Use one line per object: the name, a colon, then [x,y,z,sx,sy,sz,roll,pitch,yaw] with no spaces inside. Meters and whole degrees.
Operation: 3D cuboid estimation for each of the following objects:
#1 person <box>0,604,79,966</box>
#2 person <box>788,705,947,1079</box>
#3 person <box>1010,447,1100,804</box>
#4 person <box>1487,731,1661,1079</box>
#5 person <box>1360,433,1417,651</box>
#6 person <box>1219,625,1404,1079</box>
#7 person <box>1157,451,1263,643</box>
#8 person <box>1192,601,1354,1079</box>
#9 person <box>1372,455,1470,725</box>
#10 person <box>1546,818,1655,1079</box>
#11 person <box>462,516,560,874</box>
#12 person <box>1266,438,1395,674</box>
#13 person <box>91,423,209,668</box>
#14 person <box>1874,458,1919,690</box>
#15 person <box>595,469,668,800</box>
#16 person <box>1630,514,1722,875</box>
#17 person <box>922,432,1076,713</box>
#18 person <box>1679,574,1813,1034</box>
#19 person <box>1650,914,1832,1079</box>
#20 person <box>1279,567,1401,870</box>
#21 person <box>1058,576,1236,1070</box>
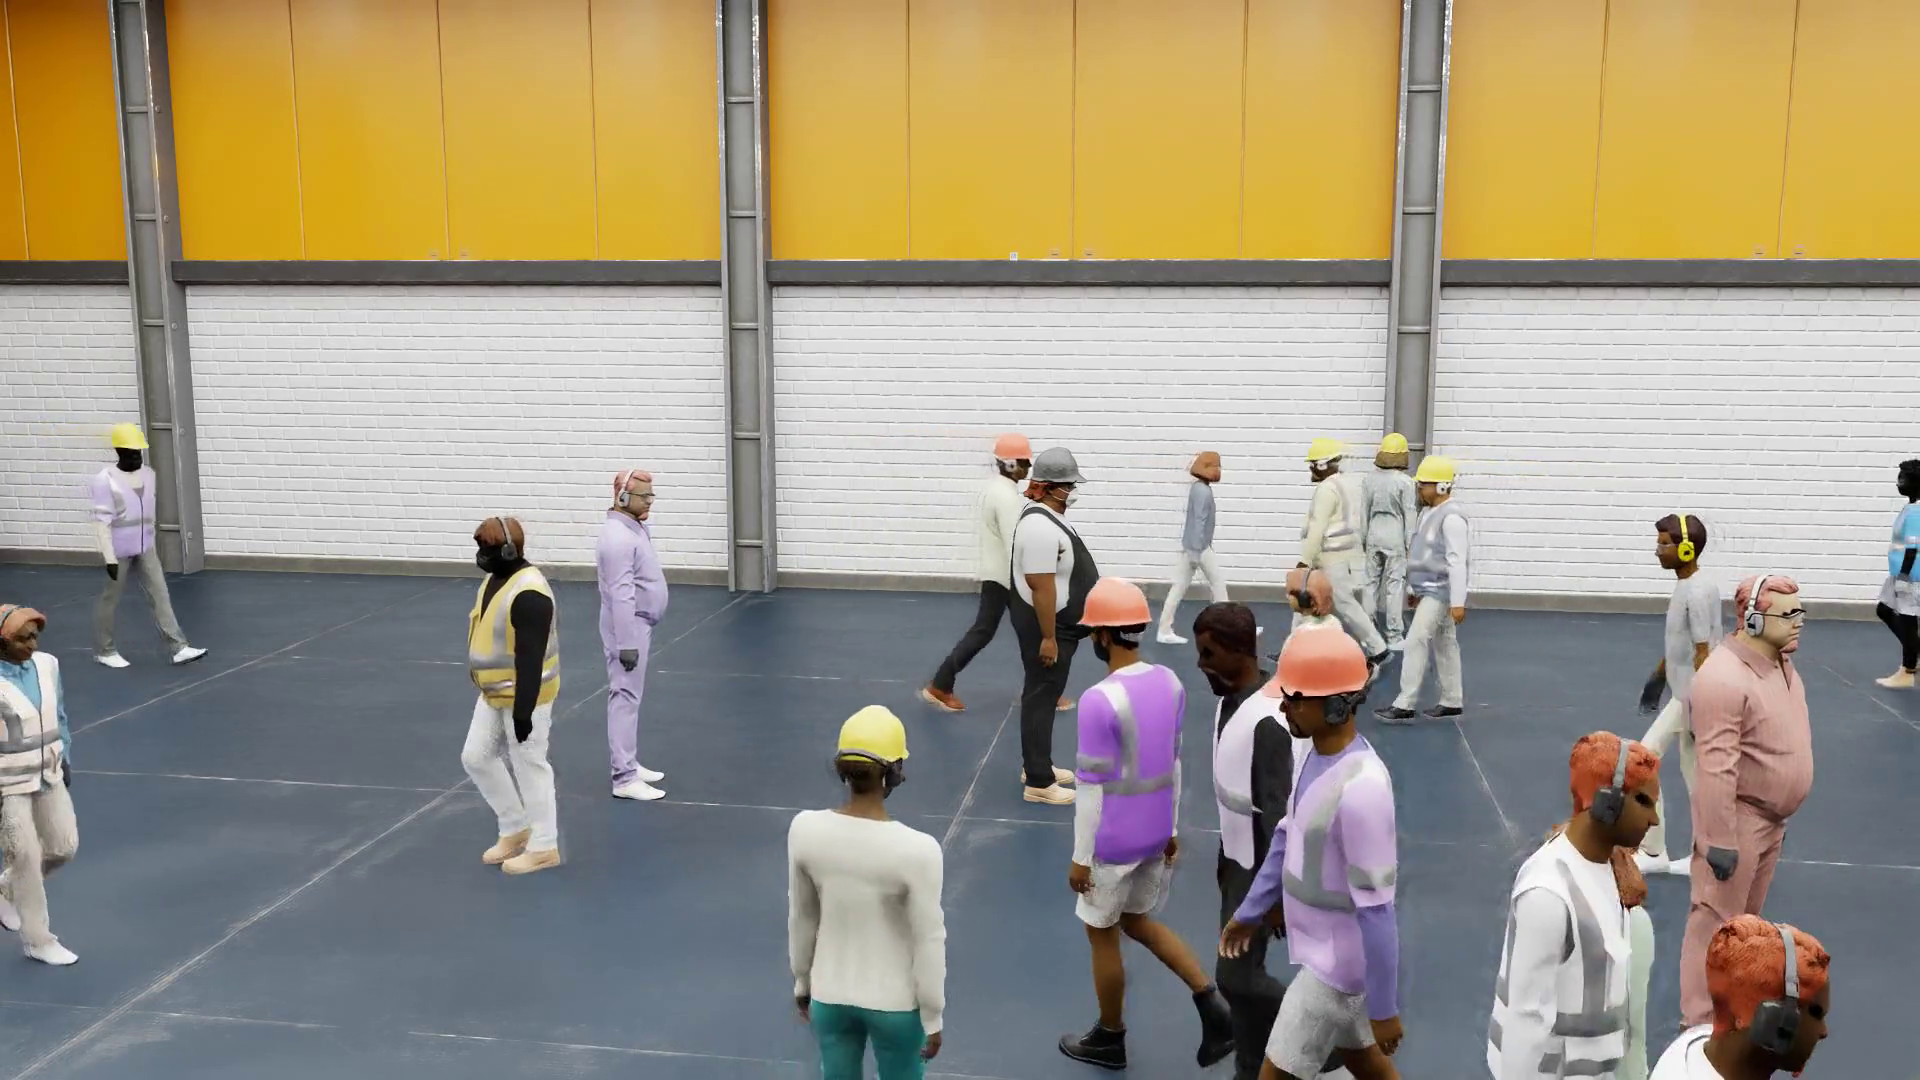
person: [-4.121,1.059,7.225,0.507,1.621,0.545,2,10,15]
person: [-0.301,1.368,4.953,0.538,1.743,0.568,4,10,23]
person: [0.556,0.473,9.580,0.535,2.000,0.686,0,9,2]
person: [1.596,1.412,4.328,0.453,1.865,0.587,6,11,32]
person: [3.445,0.011,13.344,0.304,1.743,0.494,-8,12,-42]
person: [1.047,1.232,5.050,1.043,1.983,0.632,1,9,3]
person: [2.002,0.071,13.450,0.857,1.574,0.518,0,9,-3]
person: [1.095,1.151,5.895,0.585,1.882,0.630,0,9,1]
person: [3.062,0.338,11.113,0.763,1.806,0.625,0,9,2]
person: [1.734,1.532,4.421,0.483,1.605,0.800,-7,12,-38]
person: [-2.258,0.784,8.319,0.503,1.822,0.656,-6,11,-34]
person: [2.859,0.116,12.607,0.945,1.781,0.594,3,10,16]
person: [-6.223,0.062,12.596,0.958,1.879,0.613,3,10,20]
person: [6.837,0.252,12.013,0.370,1.684,0.556,5,10,27]
person: [-1.886,0.535,9.632,0.399,1.902,0.642,-1,9,-8]
person: [3.535,0.781,8.297,0.676,1.839,0.505,5,11,29]
person: [0.247,0.233,11.372,1.026,1.956,0.610,1,9,6]
person: [3.001,1.069,6.315,0.402,1.911,0.639,9,13,44]
person: [1.424,1.606,3.272,0.969,1.841,0.558,4,10,21]
person: [1.762,0.924,8.137,0.796,1.605,0.513,8,12,40]
person: [0.689,1.095,6.158,0.661,1.913,0.545,7,12,38]
